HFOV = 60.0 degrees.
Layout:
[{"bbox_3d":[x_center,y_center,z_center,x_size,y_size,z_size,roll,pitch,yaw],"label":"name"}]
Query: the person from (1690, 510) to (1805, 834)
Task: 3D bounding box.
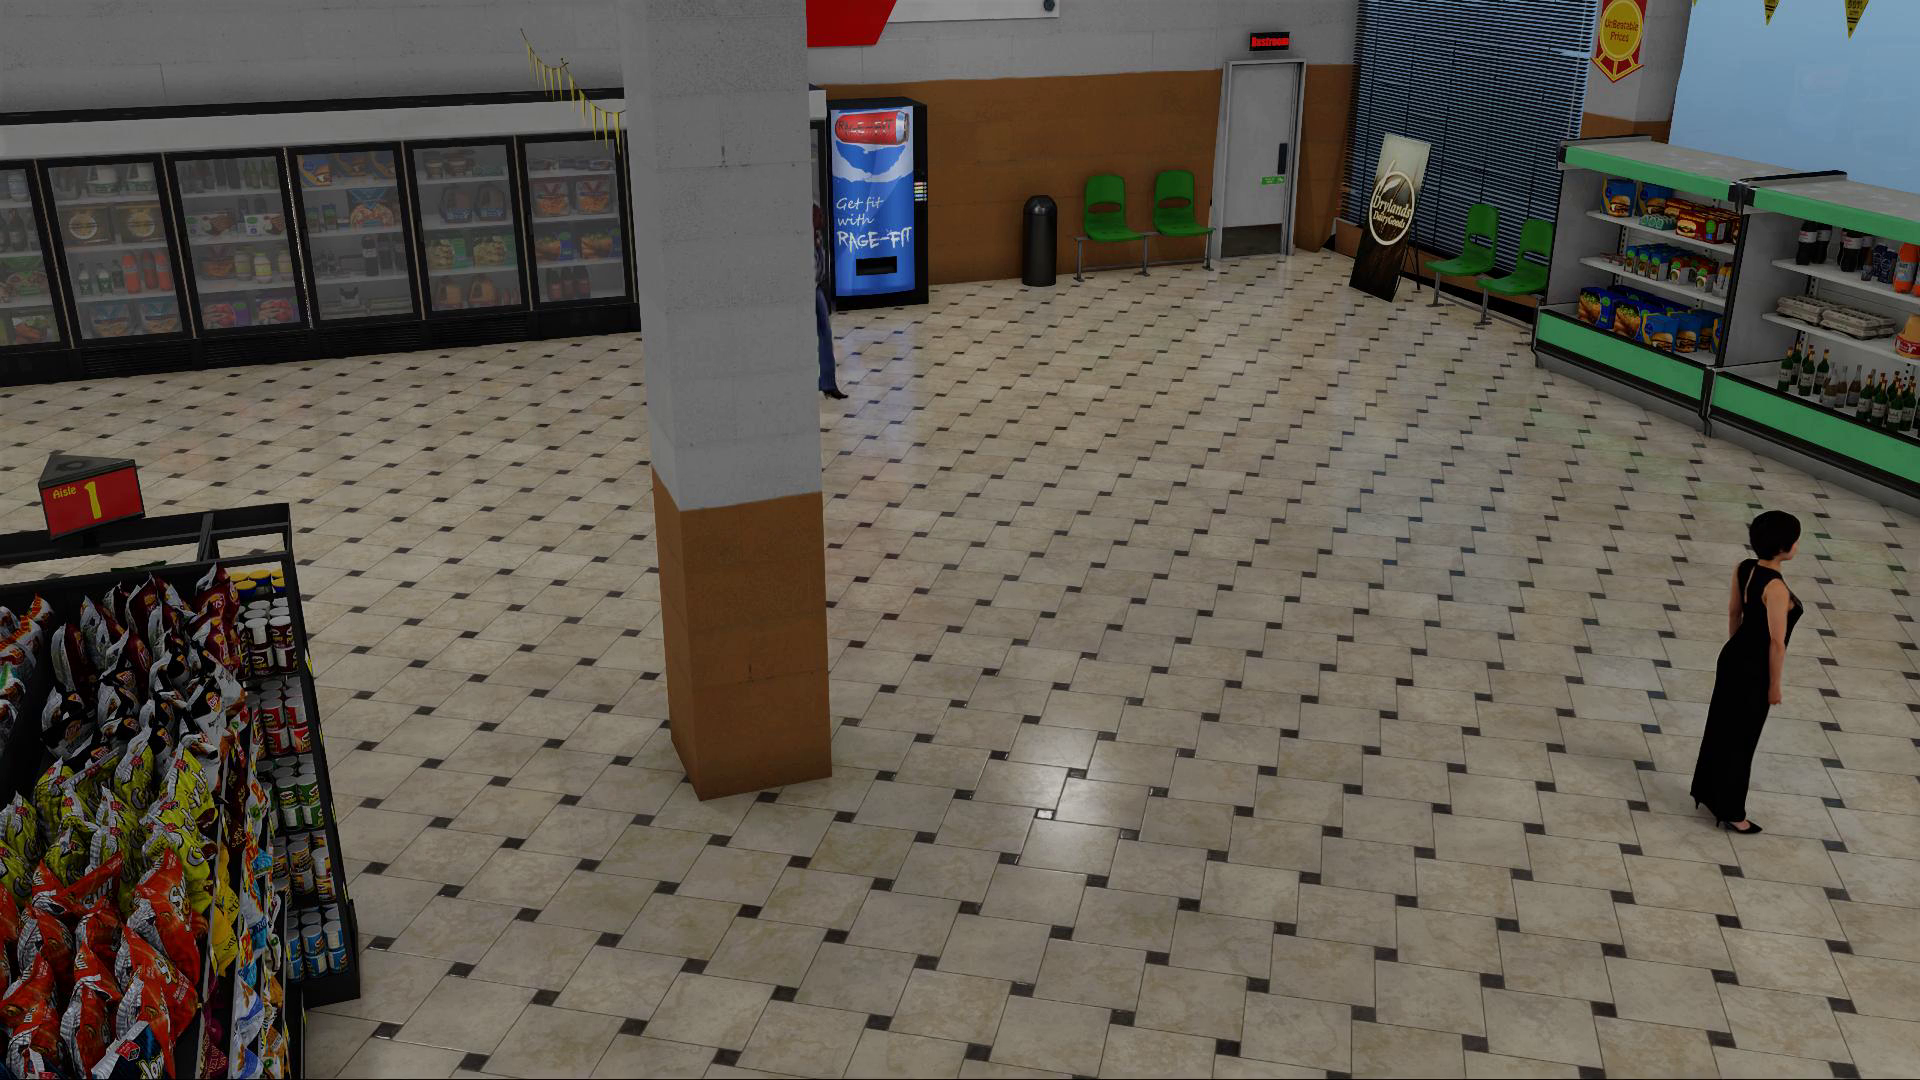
[{"bbox_3d":[3.740,0.618,7.904,0.691,1.603,0.537,-2,22,-4],"label":"person"}]
